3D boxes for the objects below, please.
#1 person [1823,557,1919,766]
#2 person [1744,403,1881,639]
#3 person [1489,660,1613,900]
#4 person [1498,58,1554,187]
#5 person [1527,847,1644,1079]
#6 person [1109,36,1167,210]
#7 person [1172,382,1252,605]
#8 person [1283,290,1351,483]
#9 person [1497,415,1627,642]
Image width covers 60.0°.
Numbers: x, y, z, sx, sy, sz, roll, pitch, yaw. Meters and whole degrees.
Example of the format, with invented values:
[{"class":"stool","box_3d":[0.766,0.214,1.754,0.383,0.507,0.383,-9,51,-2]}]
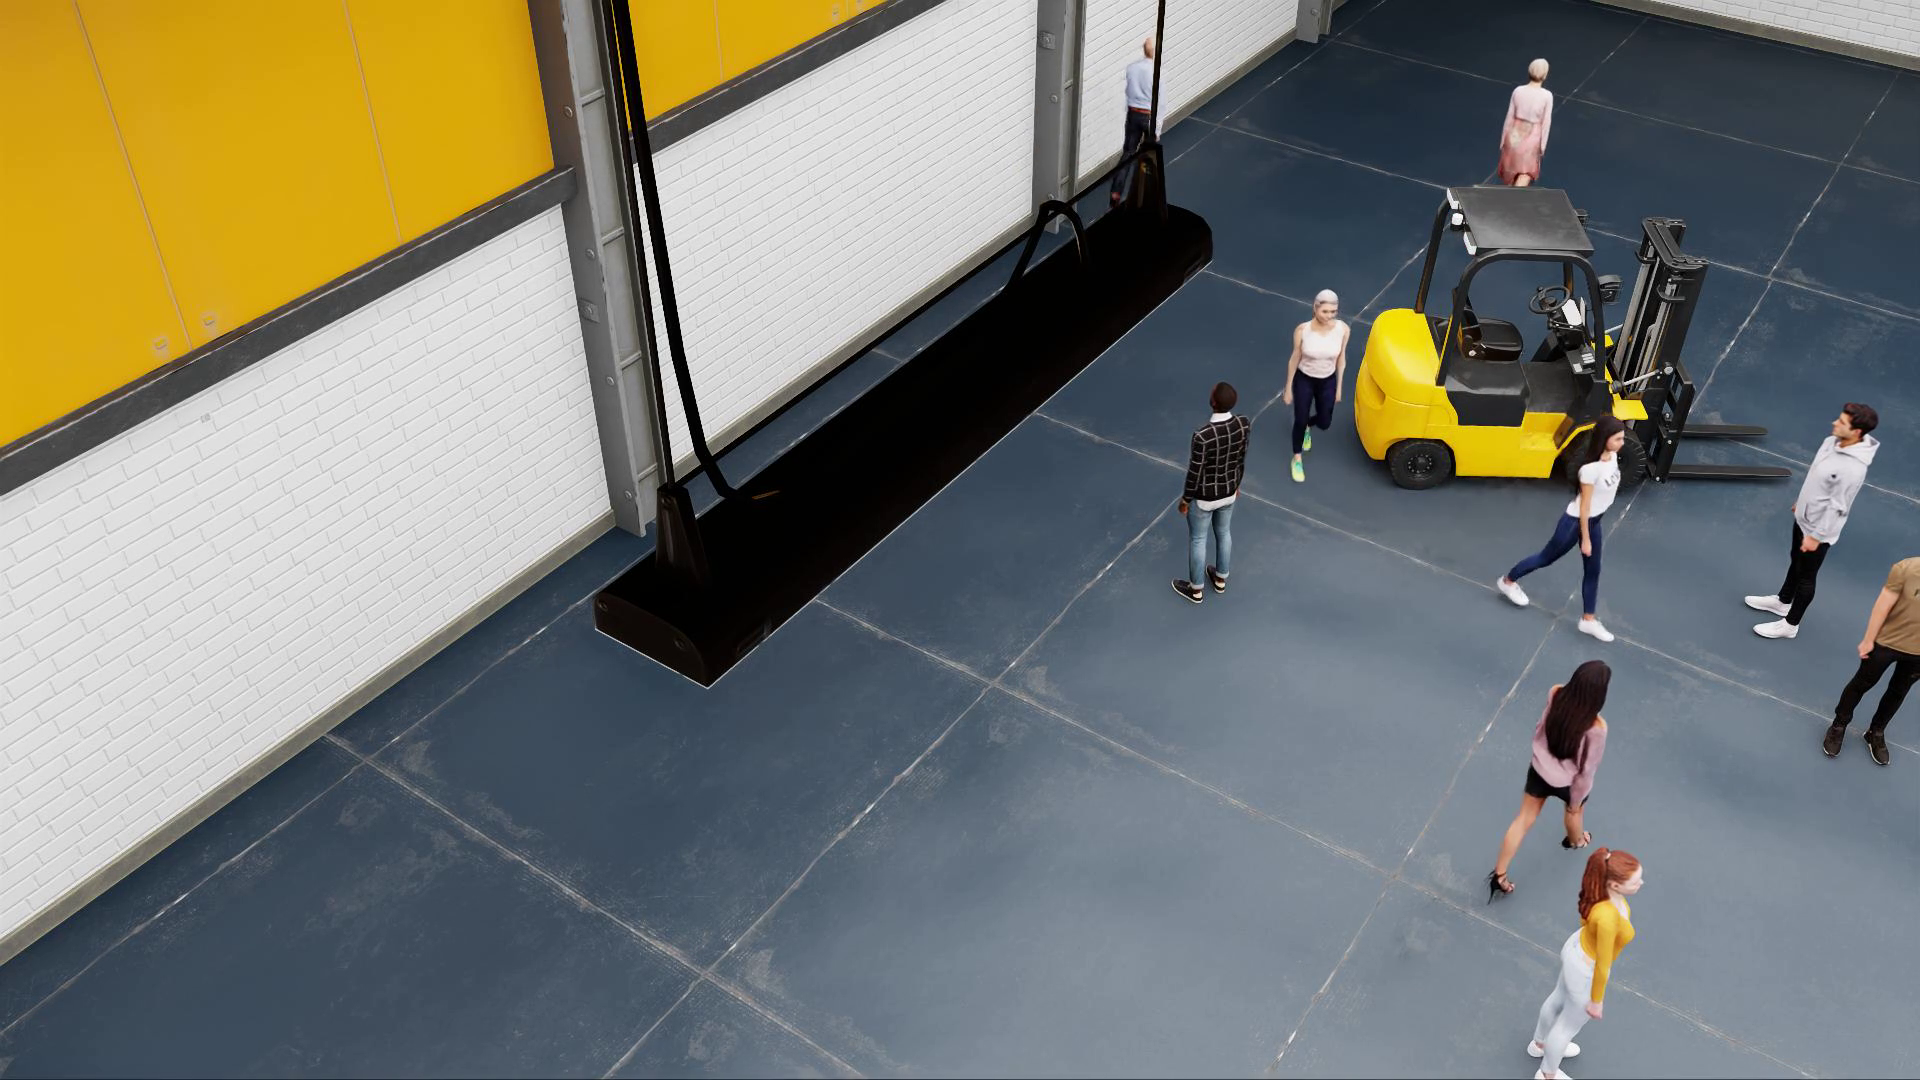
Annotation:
[{"class":"person","box_3d":[6.022,0.644,10.601,0.730,1.852,0.688,10,40,12]},{"class":"person","box_3d":[5.964,-0.144,11.526,0.827,1.929,0.687,7,39,9]},{"class":"person","box_3d":[3.405,1.433,9.687,1.179,1.760,0.942,-21,43,-24]},{"class":"person","box_3d":[5.555,-3.901,16.431,0.646,1.680,0.833,19,42,22]},{"class":"person","box_3d":[3.261,2.237,8.688,0.736,1.750,0.630,7,39,8]},{"class":"person","box_3d":[1.793,-4.152,16.675,0.701,1.767,1.164,20,43,23]},{"class":"person","box_3d":[1.811,-0.340,11.858,0.661,1.821,0.800,-19,42,-22]},{"class":"person","box_3d":[2.780,-1.277,13.137,0.827,1.690,0.901,-1,39,-1]},{"class":"person","box_3d":[4.239,-0.124,11.659,0.796,1.732,1.119,31,48,33]}]
